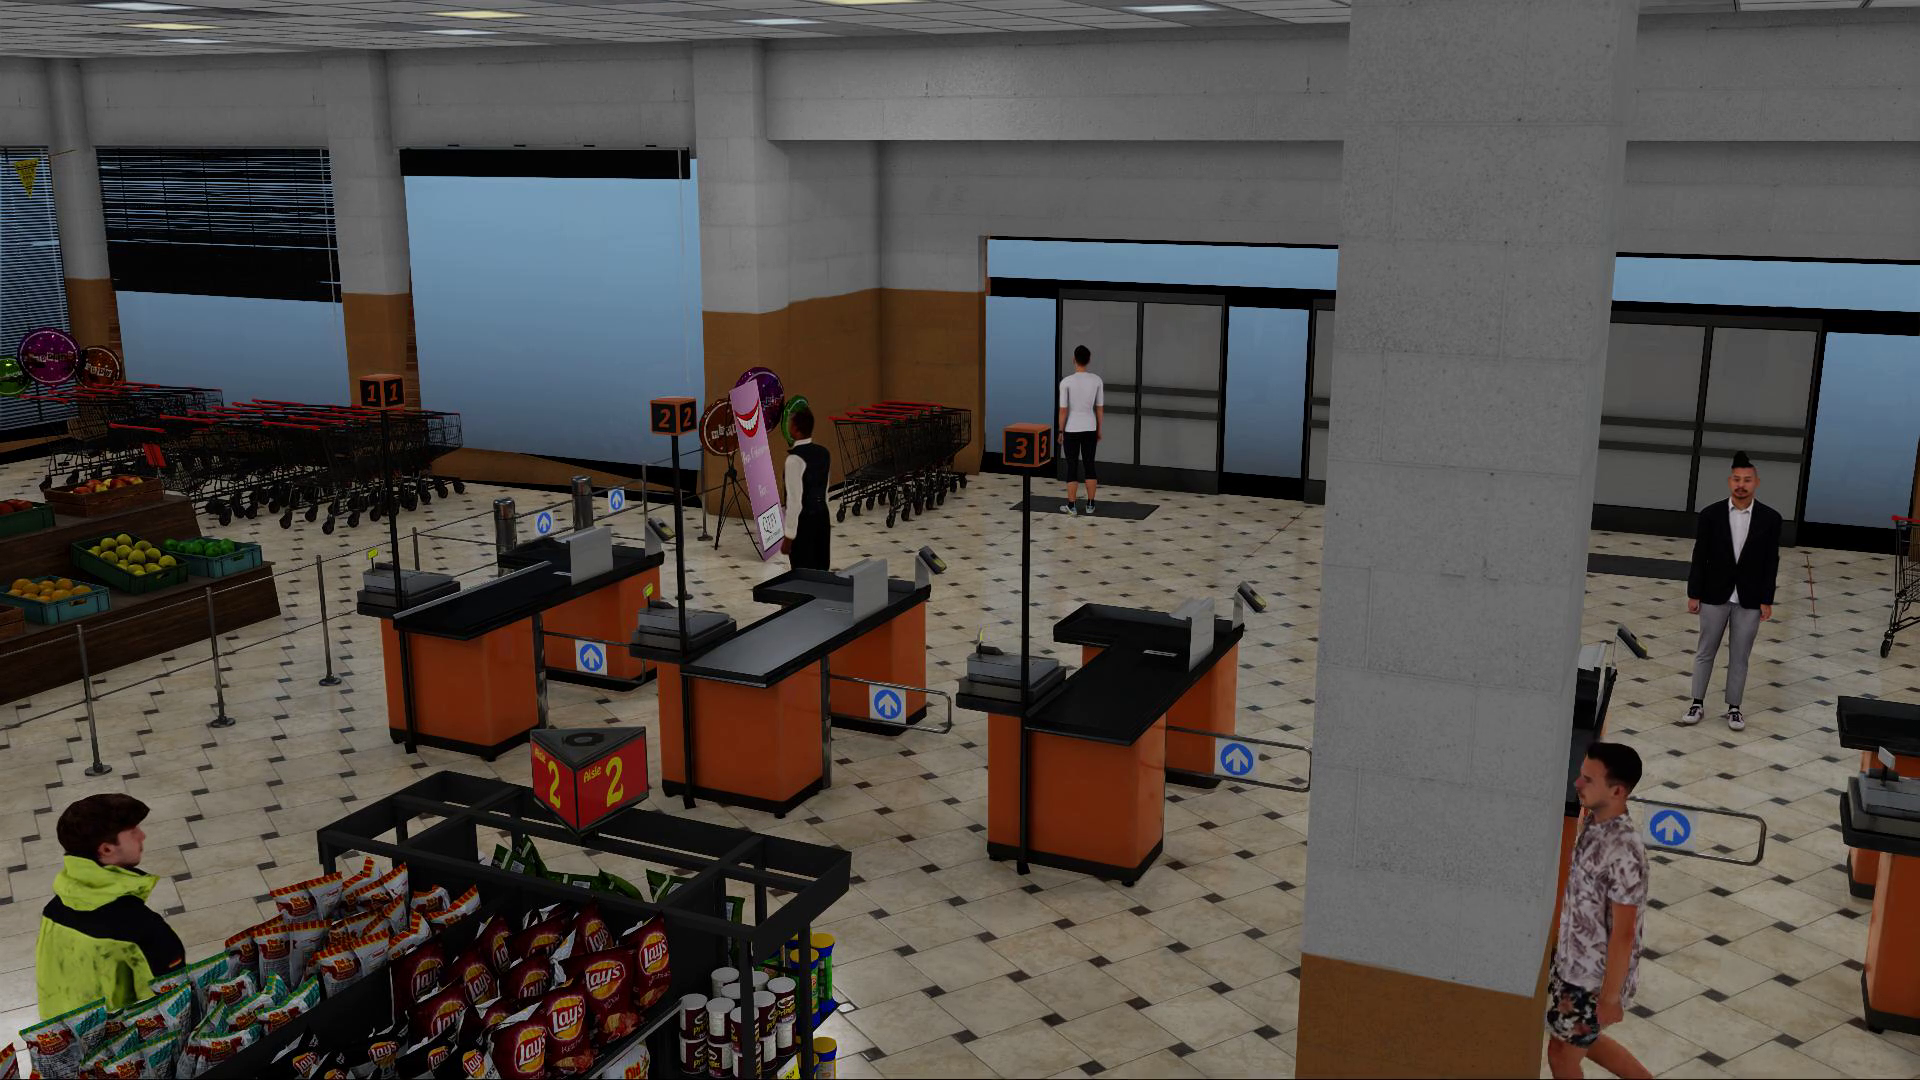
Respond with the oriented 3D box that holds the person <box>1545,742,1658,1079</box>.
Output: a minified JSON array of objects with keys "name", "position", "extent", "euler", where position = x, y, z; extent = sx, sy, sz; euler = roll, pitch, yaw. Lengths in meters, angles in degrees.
[{"name":"person","position":[2.564,1.648,6.499],"extent":[0.867,1.795,0.944],"euler":[3,14,11]}]

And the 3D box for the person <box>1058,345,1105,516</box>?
[{"name":"person","position":[1.316,-1.199,18.113],"extent":[0.749,1.852,0.789],"euler":[-4,14,-15]}]

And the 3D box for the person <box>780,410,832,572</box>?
[{"name":"person","position":[-1.231,-0.103,13.453],"extent":[0.771,1.918,0.545],"euler":[8,16,30]}]

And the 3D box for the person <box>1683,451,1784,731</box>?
[{"name":"person","position":[5.362,0.345,11.543],"extent":[0.698,1.949,0.553],"euler":[6,15,24]}]

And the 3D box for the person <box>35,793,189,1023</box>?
[{"name":"person","position":[-2.780,1.786,5.536],"extent":[0.753,1.980,0.612],"euler":[7,15,25]}]
